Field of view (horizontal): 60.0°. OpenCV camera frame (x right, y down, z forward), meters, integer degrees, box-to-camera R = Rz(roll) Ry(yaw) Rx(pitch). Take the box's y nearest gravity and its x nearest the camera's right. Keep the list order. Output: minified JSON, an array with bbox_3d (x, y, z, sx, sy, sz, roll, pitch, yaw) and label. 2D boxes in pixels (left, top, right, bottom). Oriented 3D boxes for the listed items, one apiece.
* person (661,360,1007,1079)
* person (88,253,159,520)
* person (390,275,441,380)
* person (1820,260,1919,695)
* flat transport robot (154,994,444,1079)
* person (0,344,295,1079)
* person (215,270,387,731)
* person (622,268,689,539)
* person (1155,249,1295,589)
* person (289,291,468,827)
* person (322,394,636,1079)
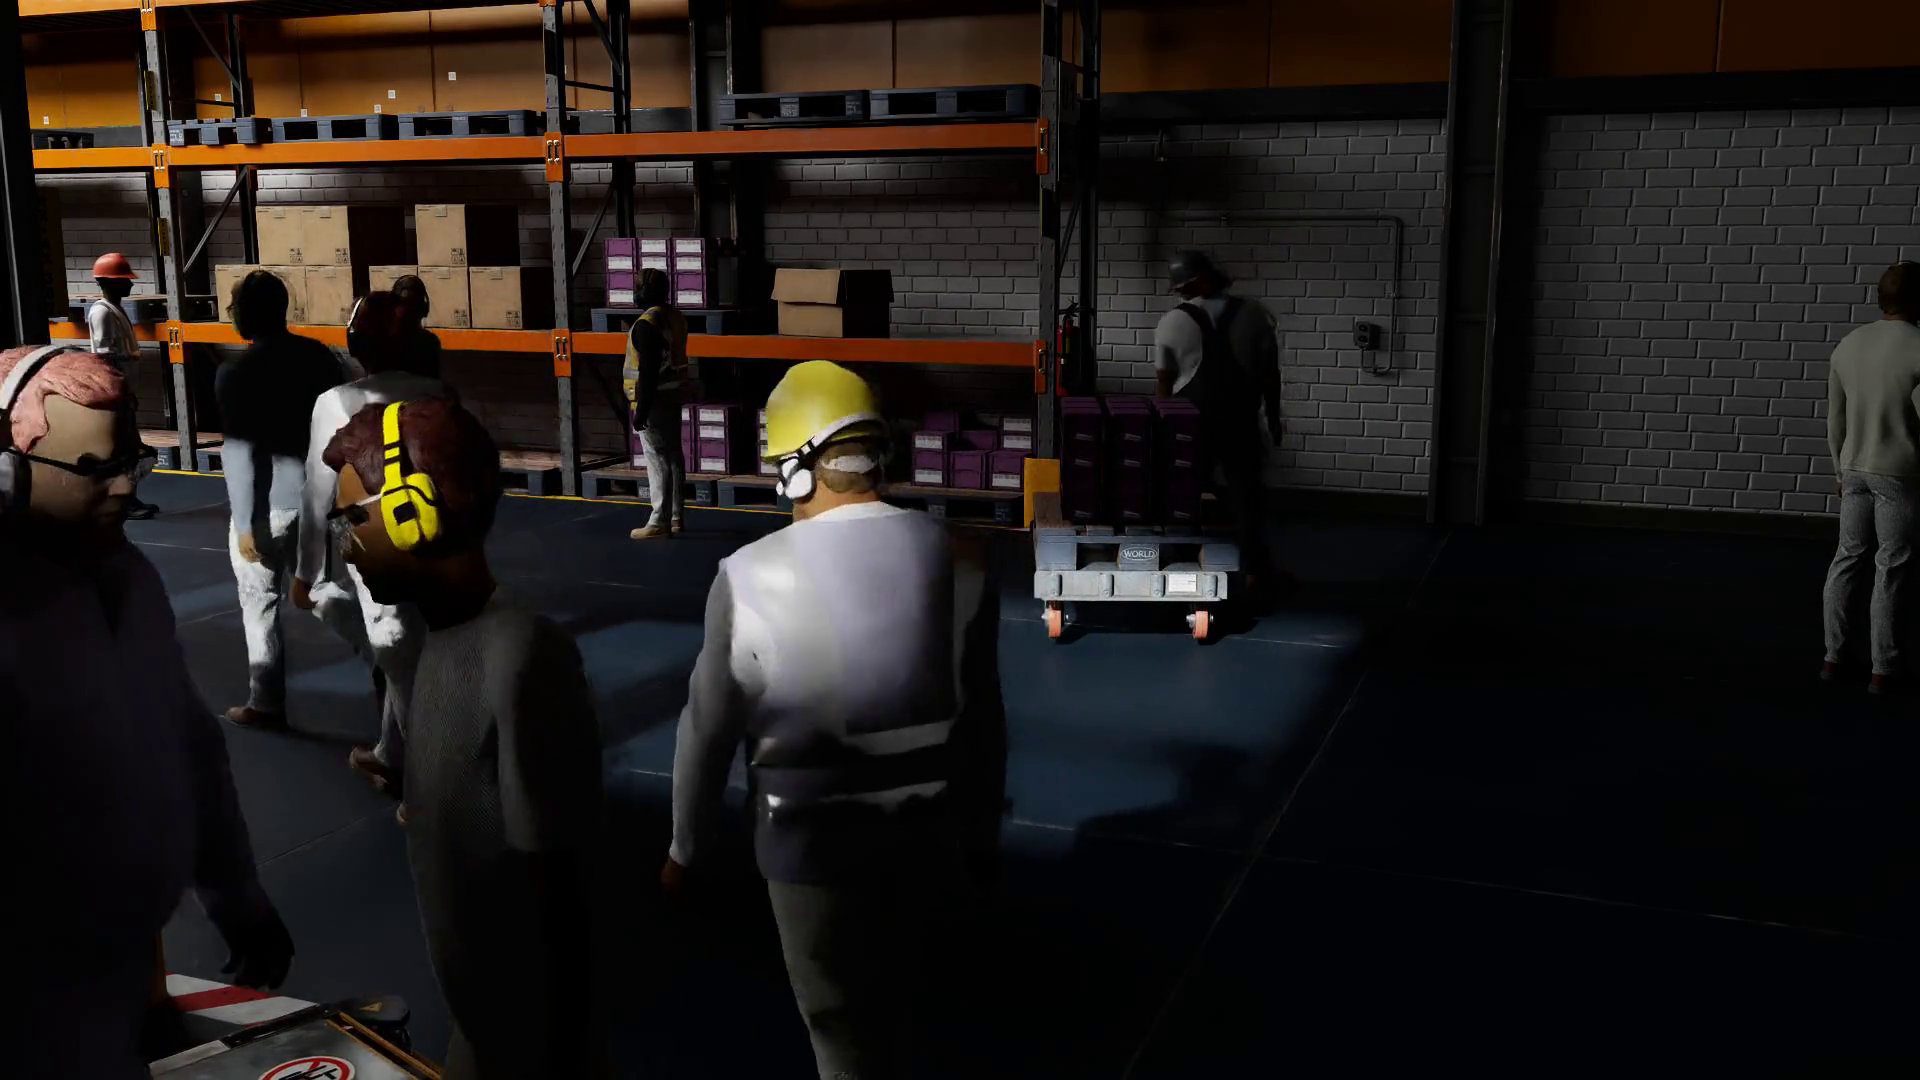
[{"bbox_3d":[-0.254,0.555,3.238,0.618,1.789,0.714,-7,12,-35],"label":"person"},{"bbox_3d":[-6.124,-1.115,12.158,0.358,1.937,0.549,-3,11,-17],"label":"person"},{"bbox_3d":[-3.021,-0.531,9.169,0.339,1.842,0.507,5,11,27],"label":"person"},{"bbox_3d":[4.179,-0.277,7.488,0.372,1.940,0.630,-3,11,-18],"label":"person"},{"bbox_3d":[-1.658,1.302,3.336,0.652,0.197,1.431,9,14,42],"label":"flat transport robot"},{"bbox_3d":[-1.293,0.648,2.499,0.679,1.870,0.683,0,10,-2],"label":"person"},{"bbox_3d":[-2.688,-0.135,6.775,0.765,1.916,0.636,5,11,24],"label":"person"},{"bbox_3d":[-2.084,-0.927,11.380,0.429,1.845,0.621,2,10,11],"label":"person"},{"bbox_3d":[1.563,-0.739,9.775,0.863,2.000,0.536,0,10,1],"label":"person"},{"bbox_3d":[-2.051,0.070,5.811,0.887,1.852,0.580,7,12,34],"label":"person"},{"bbox_3d":[-0.544,0.699,2.392,0.863,1.822,0.608,-7,12,-34],"label":"person"}]
